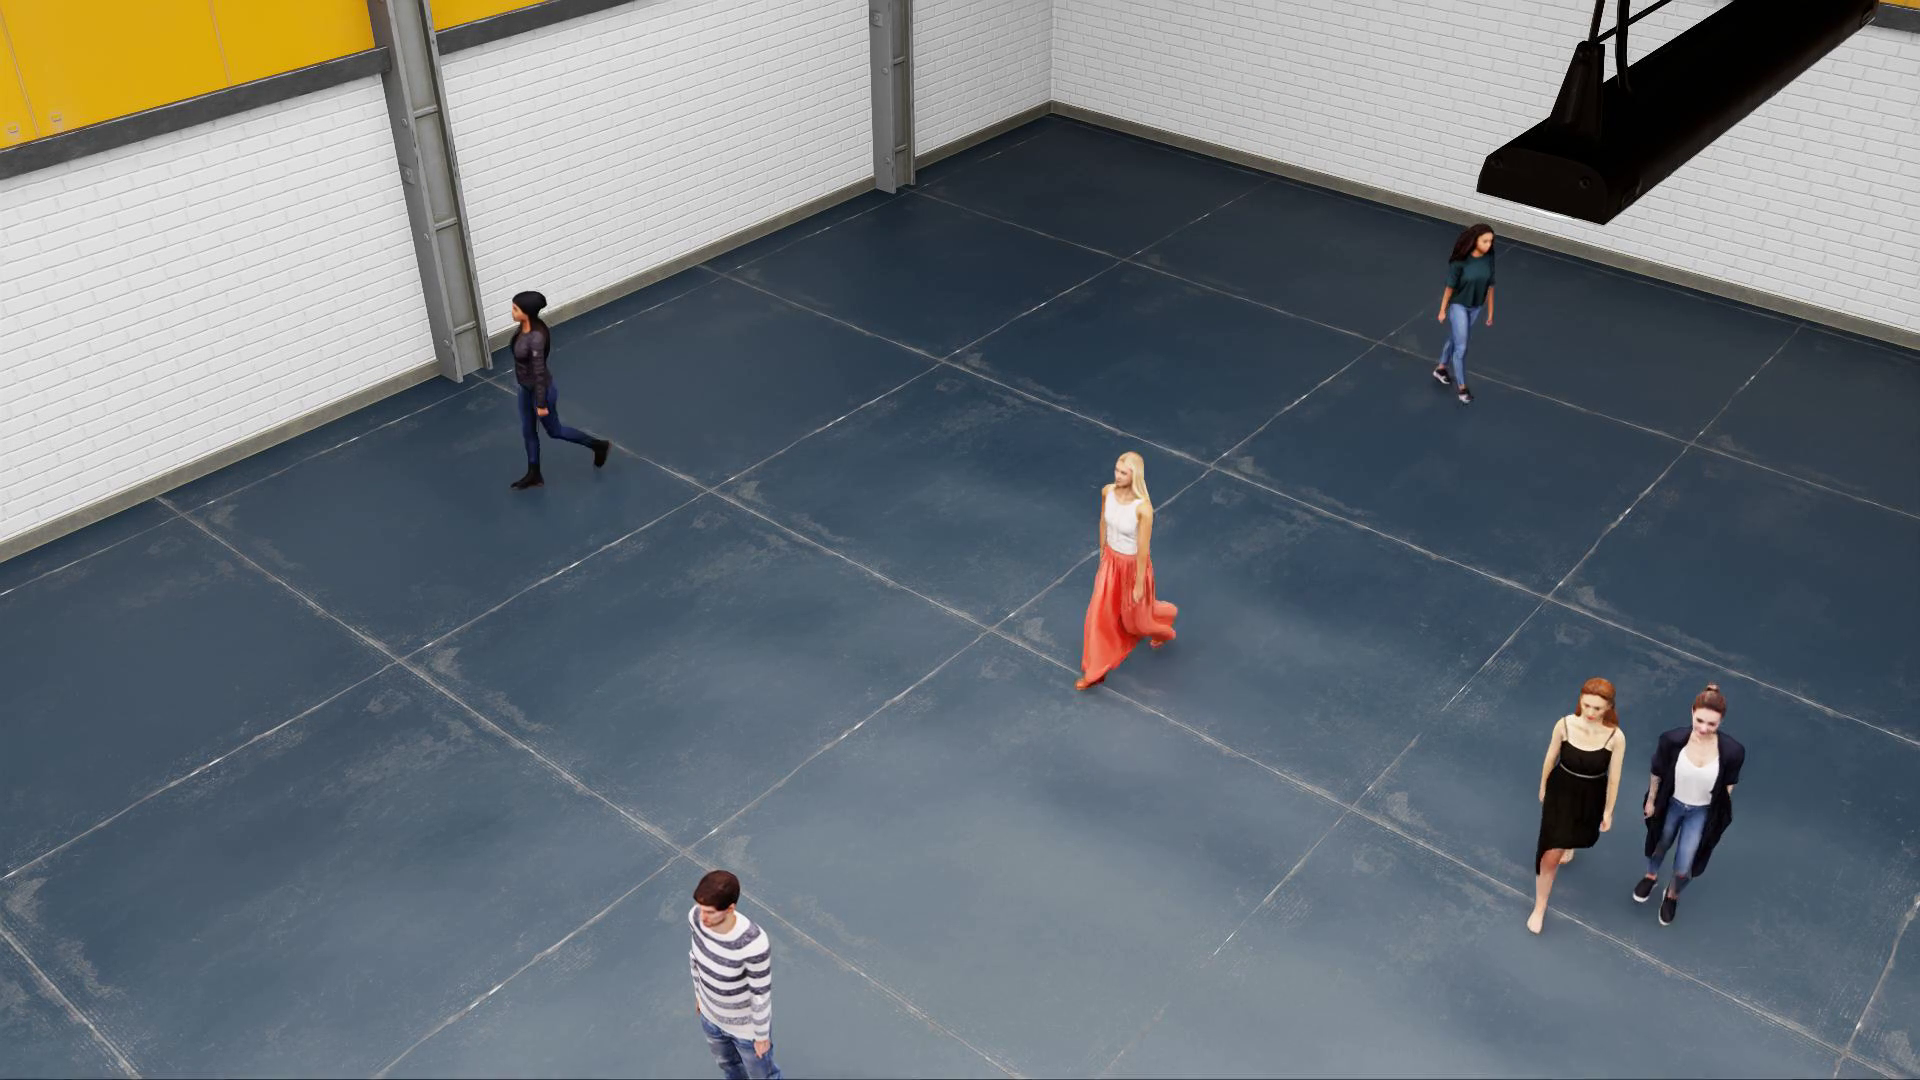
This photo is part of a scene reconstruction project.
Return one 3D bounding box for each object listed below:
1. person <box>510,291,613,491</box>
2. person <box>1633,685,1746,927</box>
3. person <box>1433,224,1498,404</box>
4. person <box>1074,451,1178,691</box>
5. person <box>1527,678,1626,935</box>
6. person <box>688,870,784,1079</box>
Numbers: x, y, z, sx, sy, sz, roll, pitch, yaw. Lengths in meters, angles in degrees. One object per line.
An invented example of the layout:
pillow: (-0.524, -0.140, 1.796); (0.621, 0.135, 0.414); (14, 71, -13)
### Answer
person: (-3.295, -1.204, 13.410); (1.183, 1.723, 0.916); (-15, 37, -22)
person: (4.130, 1.482, 9.433); (0.720, 1.651, 0.790); (17, 37, 24)
person: (4.470, -2.095, 14.872); (0.994, 1.589, 0.966); (-10, 35, -15)
person: (1.196, 0.176, 11.292); (1.196, 1.770, 0.756); (-26, 42, -34)
person: (3.559, 1.437, 9.554); (0.786, 1.594, 1.106); (13, 36, 18)
person: (-1.076, 2.272, 8.069); (0.648, 1.847, 0.537); (23, 40, 30)
